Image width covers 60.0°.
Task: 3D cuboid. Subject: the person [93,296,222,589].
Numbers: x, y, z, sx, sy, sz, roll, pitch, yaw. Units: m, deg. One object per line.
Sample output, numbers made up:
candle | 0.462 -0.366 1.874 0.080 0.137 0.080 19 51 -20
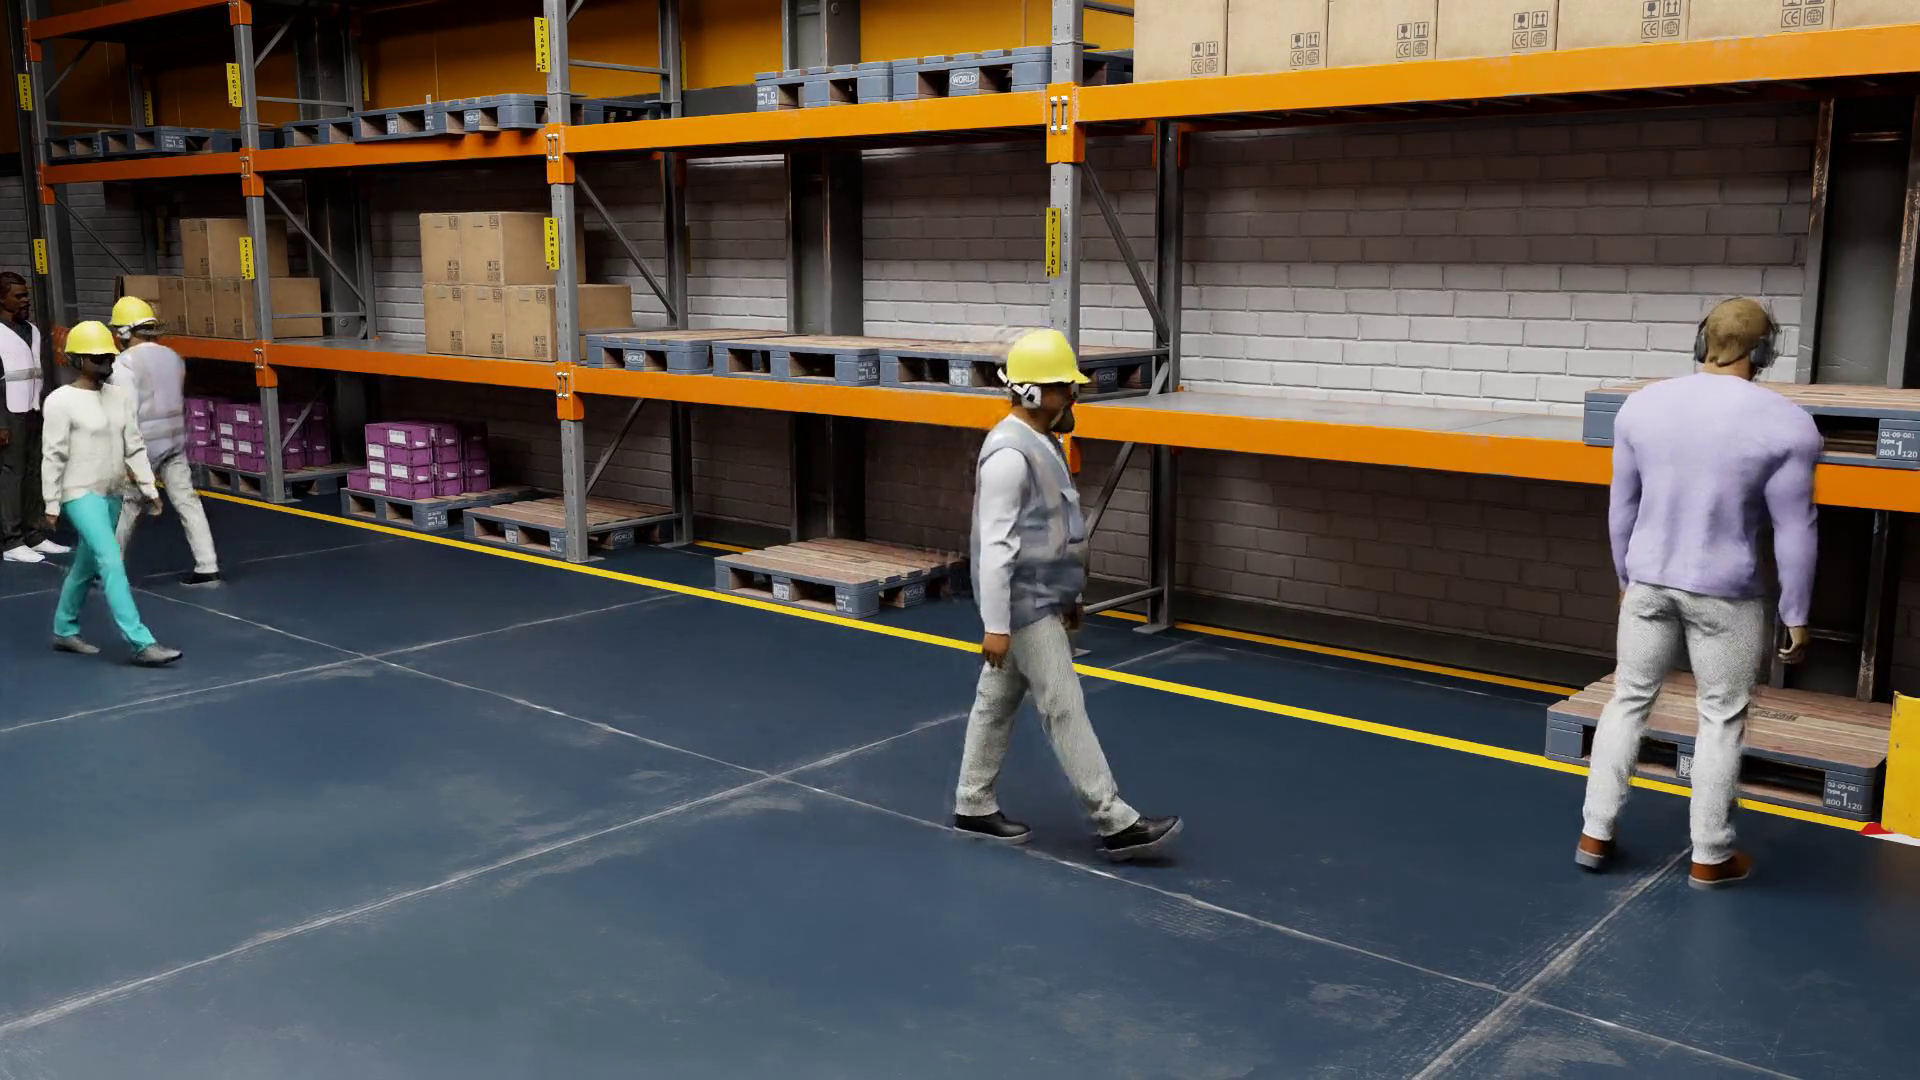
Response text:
person | -4.952 -0.576 10.102 0.935 1.780 0.623 3 10 14

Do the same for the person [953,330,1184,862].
person | 0.361 0.199 5.633 0.873 1.792 0.621 2 10 11

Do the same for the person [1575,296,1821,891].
person | 2.376 0.185 5.375 0.695 1.919 0.485 9 14 43

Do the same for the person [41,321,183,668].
person | -4.298 -0.228 8.298 0.887 1.721 0.535 2 10 12

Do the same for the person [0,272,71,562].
person | -6.288 -0.820 11.095 0.391 1.920 0.593 0 10 0
